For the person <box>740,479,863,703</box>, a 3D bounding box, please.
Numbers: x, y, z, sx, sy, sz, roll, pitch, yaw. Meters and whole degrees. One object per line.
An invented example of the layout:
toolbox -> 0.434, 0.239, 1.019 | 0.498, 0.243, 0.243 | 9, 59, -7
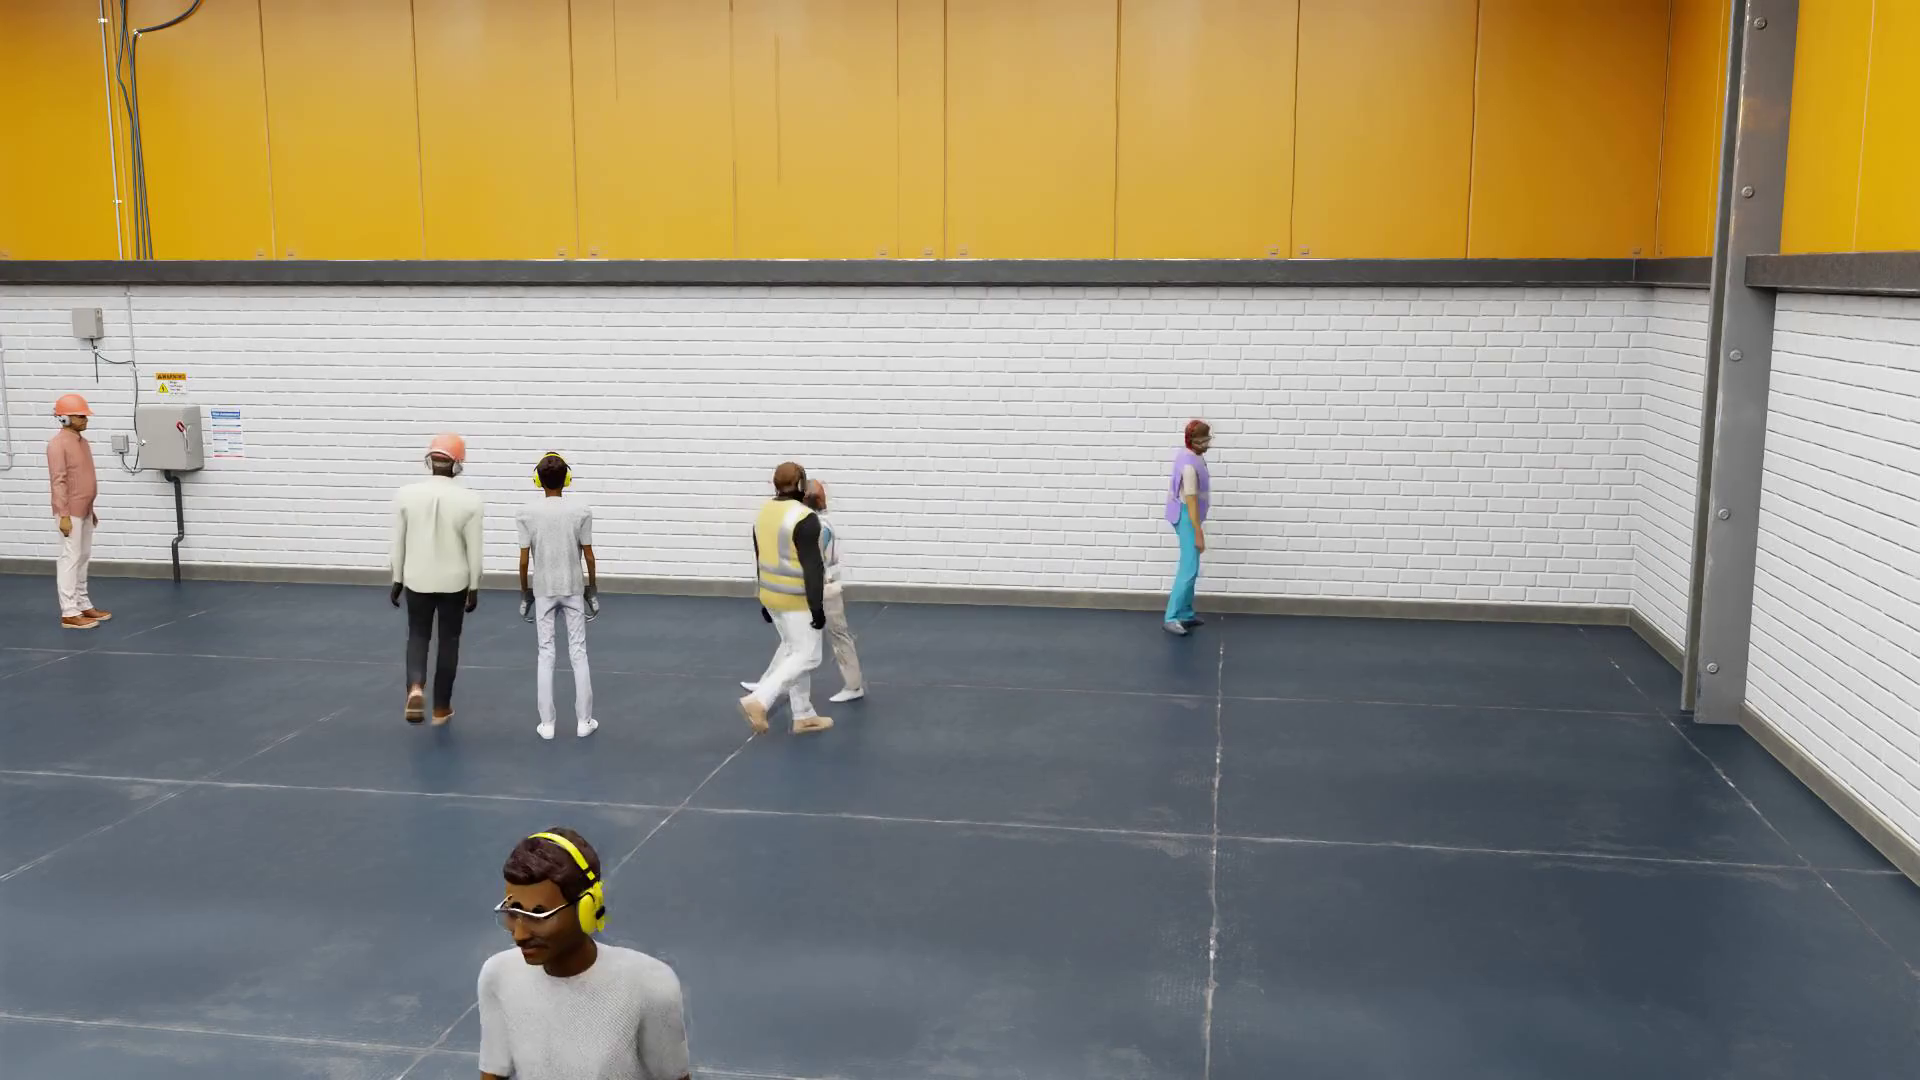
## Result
person -> -1.075, 0.375, 11.550 | 0.886, 1.585, 0.524 | -4, 10, -21

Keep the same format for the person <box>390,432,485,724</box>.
person -> -3.458, 0.278, 11.005 | 0.642, 1.966, 0.606 | -1, 9, -7

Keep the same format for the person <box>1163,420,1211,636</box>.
person -> 1.908, -0.114, 13.940 | 0.385, 1.808, 0.680 | 1, 9, 5

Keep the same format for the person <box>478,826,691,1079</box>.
person -> -0.864, 1.533, 3.733 | 0.549, 1.812, 0.970 | 3, 10, 19

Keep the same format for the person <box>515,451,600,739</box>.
person -> -2.603, 0.358, 10.802 | 0.507, 1.877, 0.329 | -2, 9, -12

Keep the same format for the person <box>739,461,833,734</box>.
person -> -1.135, 0.400, 10.761 | 0.642, 1.808, 0.633 | -6, 11, -34

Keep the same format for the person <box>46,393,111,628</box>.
person -> -7.532, -0.254, 14.202 | 0.395, 1.993, 0.614 | -1, 9, -7
